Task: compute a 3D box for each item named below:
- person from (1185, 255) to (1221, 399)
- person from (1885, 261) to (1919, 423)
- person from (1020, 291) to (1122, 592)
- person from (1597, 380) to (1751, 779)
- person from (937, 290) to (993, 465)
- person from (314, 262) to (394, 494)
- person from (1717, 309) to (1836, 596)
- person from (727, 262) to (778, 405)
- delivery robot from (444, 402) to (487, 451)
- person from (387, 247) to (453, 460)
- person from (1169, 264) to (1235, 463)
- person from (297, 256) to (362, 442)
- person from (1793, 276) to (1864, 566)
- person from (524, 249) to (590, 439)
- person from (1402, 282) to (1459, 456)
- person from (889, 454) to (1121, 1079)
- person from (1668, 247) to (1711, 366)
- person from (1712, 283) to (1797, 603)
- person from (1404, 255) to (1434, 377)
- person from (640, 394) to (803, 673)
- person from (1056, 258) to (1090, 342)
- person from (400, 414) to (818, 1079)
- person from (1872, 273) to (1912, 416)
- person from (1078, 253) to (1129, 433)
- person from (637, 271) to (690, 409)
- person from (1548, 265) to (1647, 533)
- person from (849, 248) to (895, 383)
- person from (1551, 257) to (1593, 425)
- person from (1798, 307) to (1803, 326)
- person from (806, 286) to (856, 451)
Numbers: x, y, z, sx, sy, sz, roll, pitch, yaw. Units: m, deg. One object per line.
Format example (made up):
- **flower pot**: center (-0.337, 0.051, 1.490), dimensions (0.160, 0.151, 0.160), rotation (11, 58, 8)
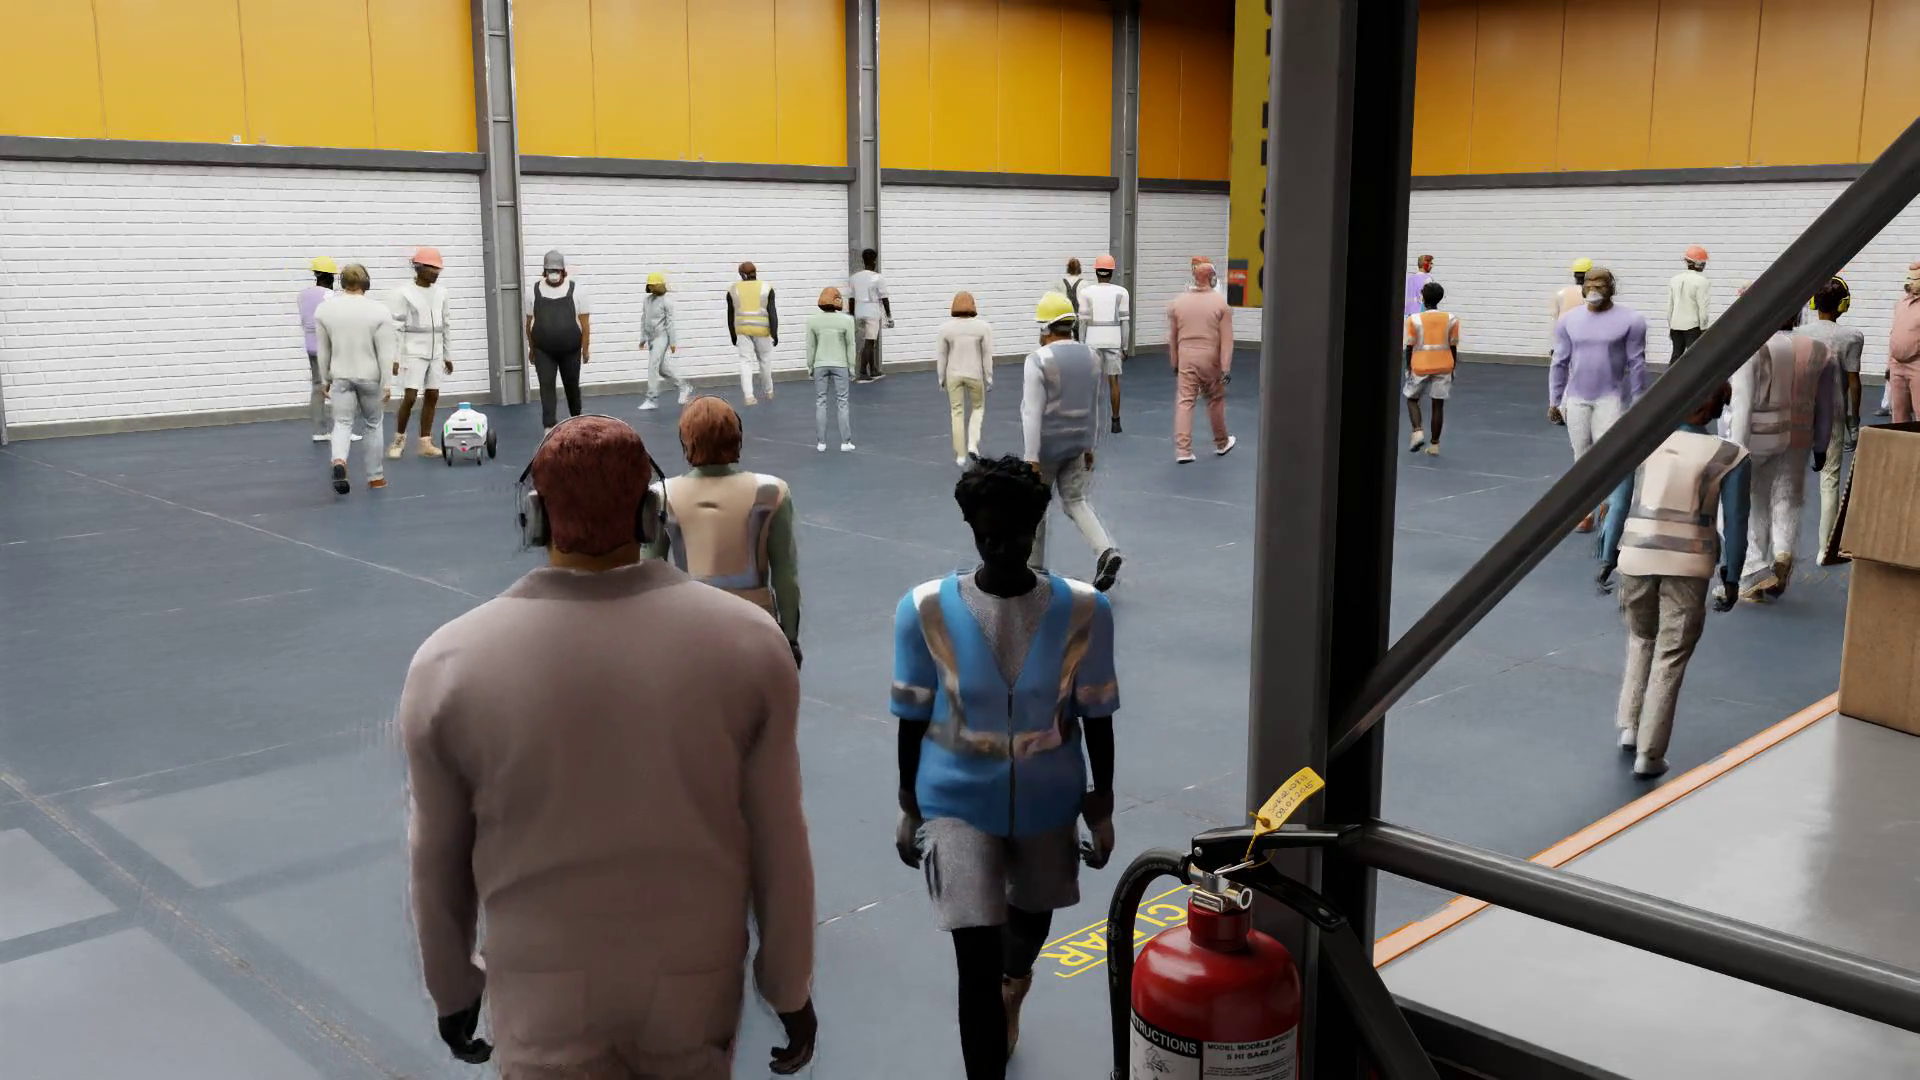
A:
- **person**: center (3.152, -2.767, 21.675), dimensions (0.544, 1.875, 0.606), rotation (-9, 14, -40)
- **person**: center (8.653, -1.572, 15.102), dimensions (0.405, 1.902, 0.636), rotation (-2, 11, -13)
- **person**: center (0.620, -0.571, 9.897), dimensions (0.602, 1.807, 0.792), rotation (-8, 13, -38)
- **person**: center (2.823, 0.129, 6.595), dimensions (0.530, 1.607, 0.532), rotation (9, 14, 42)
- **person**: center (0.048, -1.506, 15.482), dimensions (0.530, 1.617, 0.352), rotation (1, 10, 4)
- **person**: center (-4.968, -1.315, 13.649), dimensions (0.631, 1.919, 0.797), rotation (-1, 10, -6)
- **person**: center (4.862, -0.581, 9.943), dimensions (0.635, 1.814, 0.849), rotation (4, 11, 20)
- **person**: center (-2.622, -2.636, 21.216), dimensions (0.649, 1.786, 0.957), rotation (0, 10, 1)
- **delivery robot**: center (-4.664, -1.056, 15.702), dimensions (0.477, 0.478, 0.707), rotation (-2, 11, -11)
- **person**: center (-5.170, -1.772, 15.901), dimensions (0.544, 2.019, 0.700), rotation (7, 13, 35)
- **person**: center (2.322, -1.681, 15.798), dimensions (0.676, 1.852, 0.976), rotation (6, 12, 29)
- **person**: center (-6.526, -1.959, 17.147), dimensions (0.602, 1.919, 0.427), rotation (4, 11, 22)
- **person**: center (5.582, -0.767, 10.794), dimensions (0.508, 1.872, 0.329), rotation (10, 14, 43)
- **person**: center (-4.288, -2.133, 17.774), dimensions (0.677, 2.000, 0.929), rotation (-2, 11, -9)
- **person**: center (4.548, -1.642, 16.082), dimensions (0.545, 1.688, 0.363), rotation (0, 10, 2)
- **person**: center (0.097, 0.601, 3.943), dimensions (0.534, 1.662, 0.848), rotation (-1, 10, -8)
- **person**: center (9.160, -2.683, 20.959), dimensions (0.467, 1.992, 0.660), rotation (-4, 11, -19)
- **person**: center (4.568, -0.547, 9.610), dimensions (0.583, 1.870, 0.402), rotation (-7, 13, -34)
- **person**: center (6.895, -3.356, 24.987), dimensions (0.373, 1.840, 0.572), rotation (-3, 11, -17)
- **person**: center (-0.783, 0.338, 5.432), dimensions (0.537, 1.621, 0.363), rotation (-1, 10, -3)
- **person**: center (1.637, -3.195, 24.248), dimensions (0.526, 1.798, 0.960), rotation (3, 11, 14)
- **person**: center (-0.575, 0.718, 2.787), dimensions (0.649, 1.852, 1.033), rotation (-3, 11, -16)
- **person**: center (11.291, -2.320, 19.674), dimensions (0.918, 1.721, 0.544), rotation (-5, 12, -26)
- **person**: center (1.546, -2.118, 17.977), dimensions (0.552, 1.935, 0.374), rotation (0, 10, 2)
- **person**: center (-3.676, -2.486, 20.628), dimensions (0.479, 1.697, 0.829), rotation (10, 14, 43)
- **person**: center (4.550, -1.000, 11.927), dimensions (0.643, 1.917, 0.453), rotation (8, 13, 36)
- **person**: center (-1.243, -3.266, 24.251), dimensions (0.612, 1.931, 0.875), rotation (8, 13, 38)
- **person**: center (6.977, -2.252, 18.836), dimensions (0.928, 1.897, 0.594), rotation (-9, 14, -42)
- **person**: center (8.580, -1.957, 17.260), dimensions (1.005, 1.897, 0.564), rotation (2, 11, 11)
- **person**: center (-1.276, -1.690, 16.475), dimensions (0.501, 1.631, 0.286), rotation (1, 10, 7)
